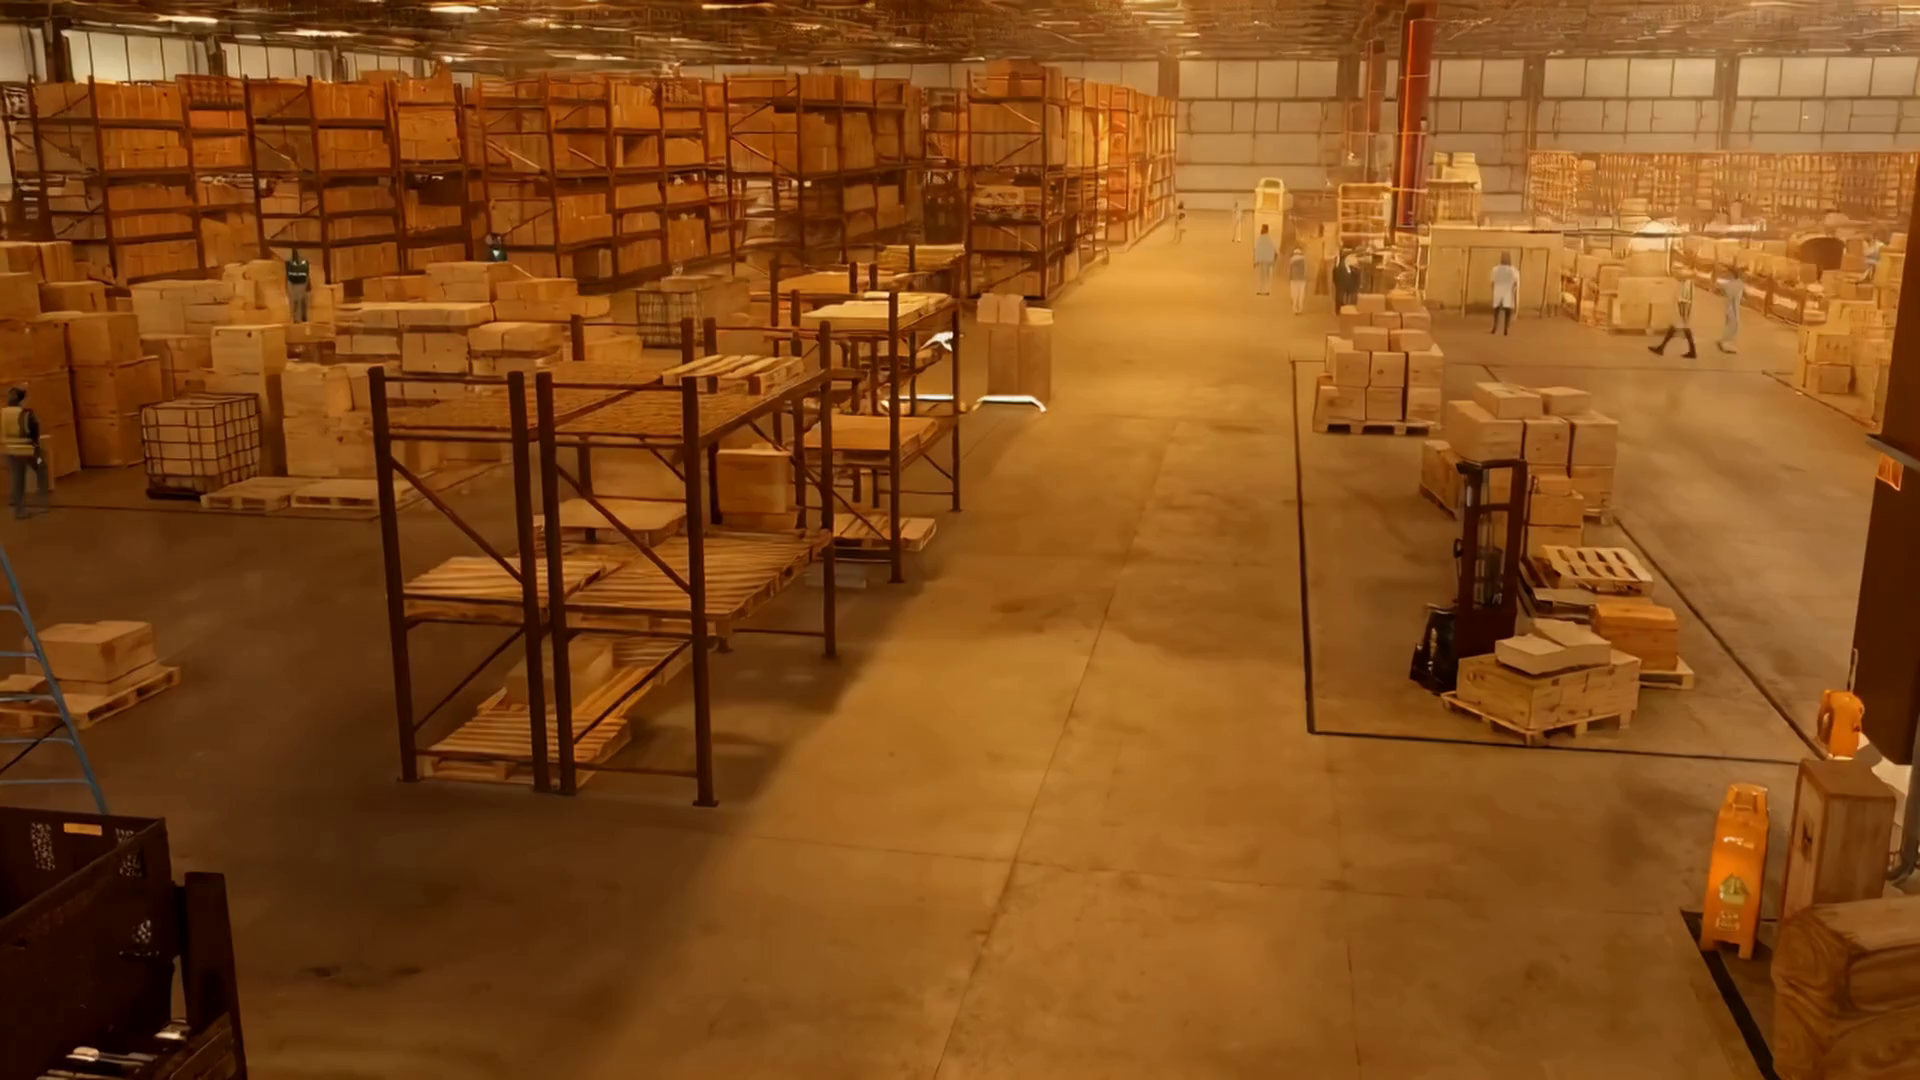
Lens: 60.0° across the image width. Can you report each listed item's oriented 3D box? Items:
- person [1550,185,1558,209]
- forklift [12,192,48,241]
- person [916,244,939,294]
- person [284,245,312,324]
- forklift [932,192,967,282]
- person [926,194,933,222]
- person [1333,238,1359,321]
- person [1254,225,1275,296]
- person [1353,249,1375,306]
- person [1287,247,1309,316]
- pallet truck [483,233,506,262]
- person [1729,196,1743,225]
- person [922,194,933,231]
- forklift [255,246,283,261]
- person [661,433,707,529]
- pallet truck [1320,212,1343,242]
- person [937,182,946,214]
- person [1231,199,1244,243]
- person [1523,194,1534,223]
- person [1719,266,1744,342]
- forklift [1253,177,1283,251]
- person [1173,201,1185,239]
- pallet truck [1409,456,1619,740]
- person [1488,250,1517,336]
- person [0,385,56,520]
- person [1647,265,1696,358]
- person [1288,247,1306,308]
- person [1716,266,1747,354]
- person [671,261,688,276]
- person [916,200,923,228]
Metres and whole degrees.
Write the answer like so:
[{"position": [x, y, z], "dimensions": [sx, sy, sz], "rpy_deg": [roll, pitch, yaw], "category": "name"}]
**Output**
[{"position": [31.452, -17.917, 88.095], "dimensions": [0.388, 1.838, 0.563], "rpy_deg": [-2, 14, -9], "category": "person"}, {"position": [-27.442, -8.908, 49.369], "dimensions": [1.129, 2.768, 1.873], "rpy_deg": [3, 14, 10], "category": "forklift"}, {"position": [-0.902, -6.553, 41.990], "dimensions": [0.692, 1.828, 1.010], "rpy_deg": [-10, 17, -36], "category": "person"}, {"position": [-16.046, -6.186, 40.326], "dimensions": [0.595, 1.910, 0.386], "rpy_deg": [-12, 18, -39], "category": "person"}, {"position": [-0.337, -8.884, 49.273], "dimensions": [1.129, 2.768, 1.873], "rpy_deg": [3, 14, 10], "category": "forklift"}, {"position": [-1.591, -17.195, 85.307], "dimensions": [0.315, 1.769, 0.523], "rpy_deg": [-8, 16, -31], "category": "person"}, {"position": [9.544, -6.397, 40.905], "dimensions": [0.538, 2.000, 0.690], "rpy_deg": [-11, 18, -38], "category": "person"}, {"position": [8.657, -7.953, 47.319], "dimensions": [0.622, 1.992, 0.388], "rpy_deg": [-3, 14, -11], "category": "person"}, {"position": [10.068, -6.423, 41.634], "dimensions": [0.594, 1.749, 0.529], "rpy_deg": [13, 19, 42], "category": "person"}, {"position": [8.616, -6.585, 42.329], "dimensions": [0.546, 1.722, 0.847], "rpy_deg": [0, 14, 2], "category": "person"}, {"position": [-11.832, -7.026, 43.548], "dimensions": [1.885, 1.965, 0.823], "rpy_deg": [8, 16, 28], "category": "pallet truck"}, {"position": [34.344, -14.314, 73.544], "dimensions": [0.608, 1.807, 0.660], "rpy_deg": [-2, 14, -10], "category": "person"}, {"position": [-1.442, -14.810, 75.508], "dimensions": [0.595, 1.826, 0.403], "rpy_deg": [-4, 14, -14], "category": "person"}, {"position": [-20.626, -9.331, 51.086], "dimensions": [1.873, 2.768, 1.129], "rpy_deg": [-3, 14, -11], "category": "forklift"}, {"position": [-2.674, -0.190, 16.046], "dimensions": [0.995, 1.886, 0.597], "rpy_deg": [2, 14, 7], "category": "person"}, {"position": [15.874, -13.227, 70.310], "dimensions": [0.680, 1.201, 1.601], "rpy_deg": [10, 17, 35], "category": "pallet truck"}, {"position": [-1.114, -19.132, 93.050], "dimensions": [0.712, 1.826, 0.634], "rpy_deg": [2, 14, 8], "category": "person"}, {"position": [11.595, -13.370, 69.676], "dimensions": [0.404, 1.826, 0.591], "rpy_deg": [-10, 17, -36], "category": "person"}, {"position": [24.504, -13.935, 71.709], "dimensions": [0.611, 1.948, 0.392], "rpy_deg": [-9, 17, -33], "category": "person"}, {"position": [17.172, -5.242, 36.942], "dimensions": [0.321, 1.692, 0.540], "rpy_deg": [0, 14, -1], "category": "person"}, {"position": [12.083, -12.747, 64.956], "dimensions": [1.129, 2.768, 1.873], "rpy_deg": [3, 14, 10], "category": "forklift"}, {"position": [9.427, -13.772, 71.612], "dimensions": [0.535, 1.670, 0.723], "rpy_deg": [0, 14, 0], "category": "person"}, {"position": [4.504, 0.400, 13.395], "dimensions": [0.823, 1.965, 1.885], "rpy_deg": [-6, 15, -23], "category": "pallet truck"}, {"position": [12.370, -5.627, 37.960], "dimensions": [0.598, 1.958, 0.371], "rpy_deg": [9, 16, 32], "category": "person"}, {"position": [-11.310, -1.072, 20.157], "dimensions": [0.542, 1.617, 0.602], "rpy_deg": [3, 14, 12], "category": "person"}, {"position": [14.862, -4.738, 34.491], "dimensions": [0.991, 1.882, 0.557], "rpy_deg": [10, 17, 35], "category": "person"}, {"position": [8.926, -6.936, 44.023], "dimensions": [0.510, 1.584, 0.864], "rpy_deg": [0, 14, 1], "category": "person"}, {"position": [16.231, -4.806, 34.841], "dimensions": [0.405, 1.848, 0.562], "rpy_deg": [6, 15, 22], "category": "person"}, {"position": [-6.479, -5.731, 39.054], "dimensions": [0.699, 1.609, 0.546], "rpy_deg": [9, 17, 34], "category": "person"}, {"position": [-1.945, -16.155, 80.637], "dimensions": [0.394, 1.985, 0.611], "rpy_deg": [11, 17, 37], "category": "person"}]
